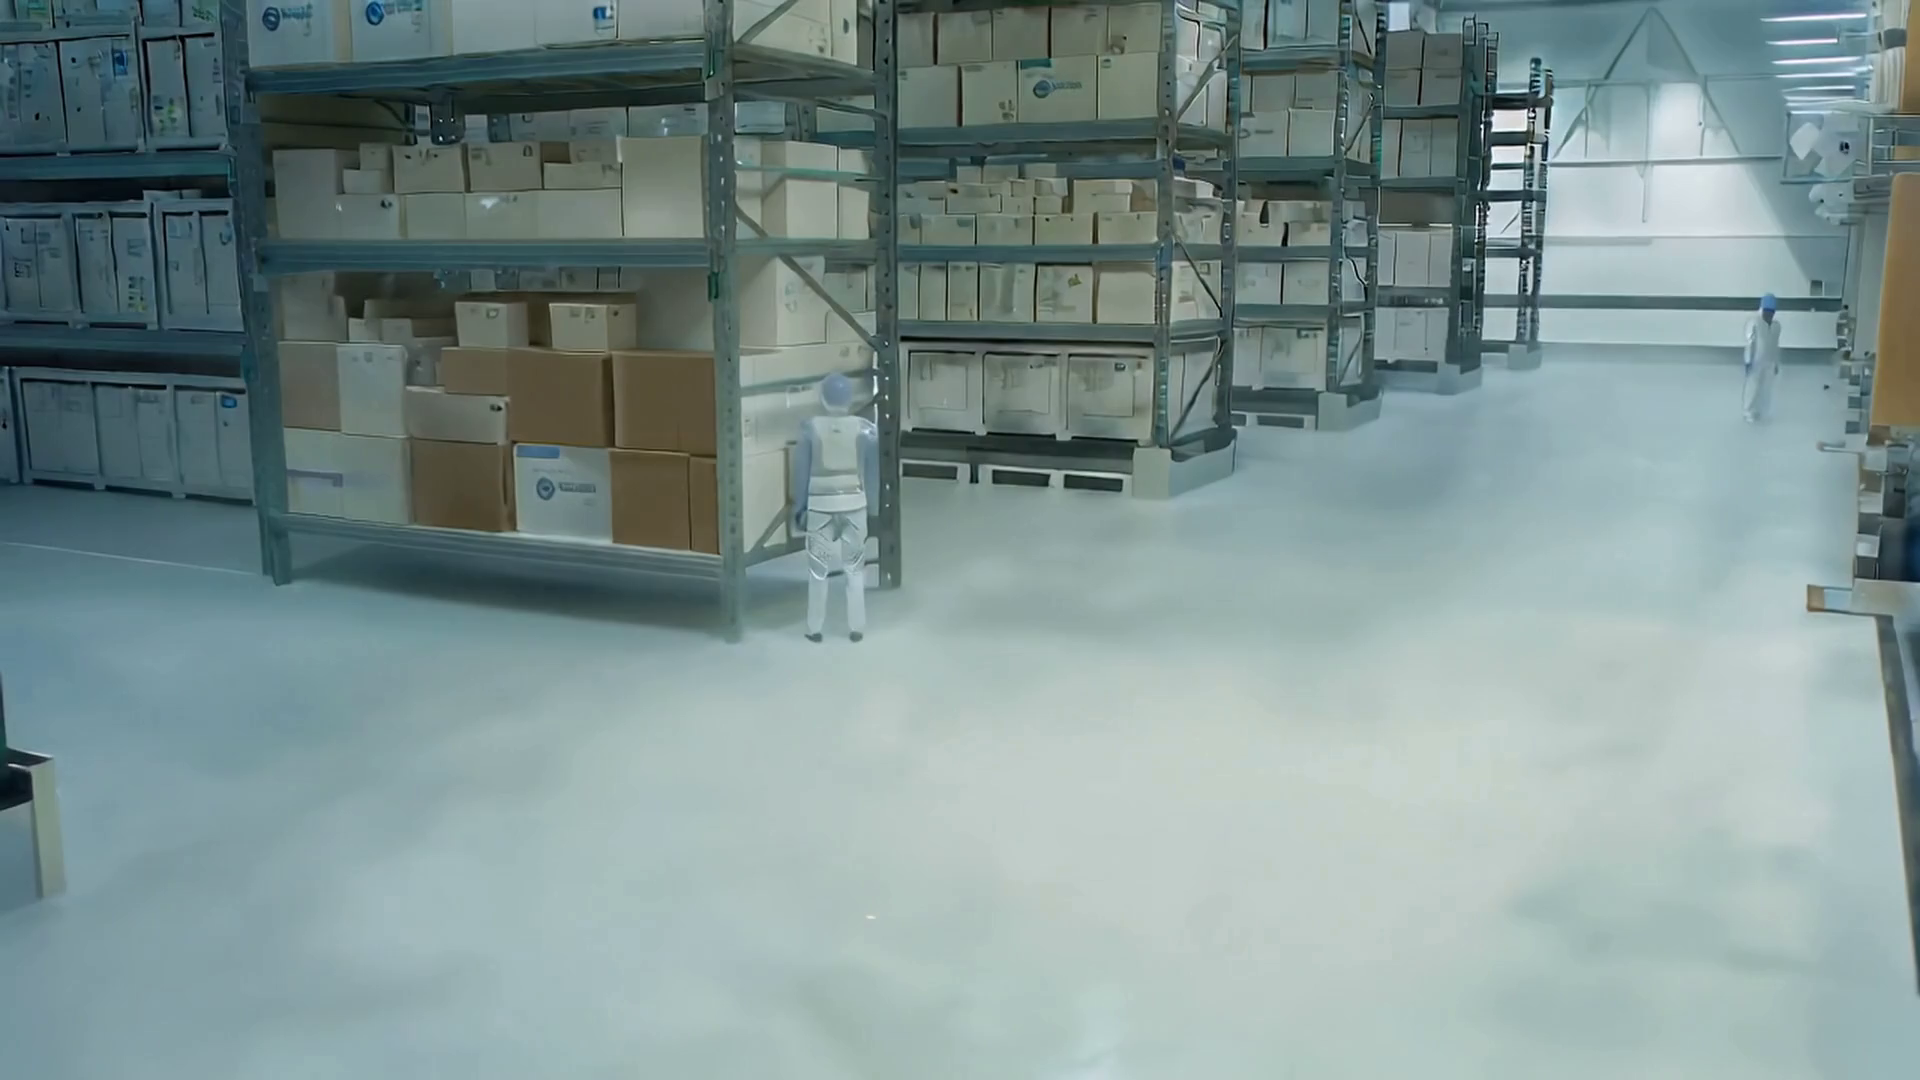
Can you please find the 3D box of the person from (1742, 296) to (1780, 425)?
[{"bbox_3d":[10.955,-2.444,22.683,0.561,1.742,0.337,-3,10,-19],"label":"person"}]

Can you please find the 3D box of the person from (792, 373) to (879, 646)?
[{"bbox_3d":[-0.737,-0.179,9.898,0.521,1.631,0.314,-3,10,-15],"label":"person"}]
